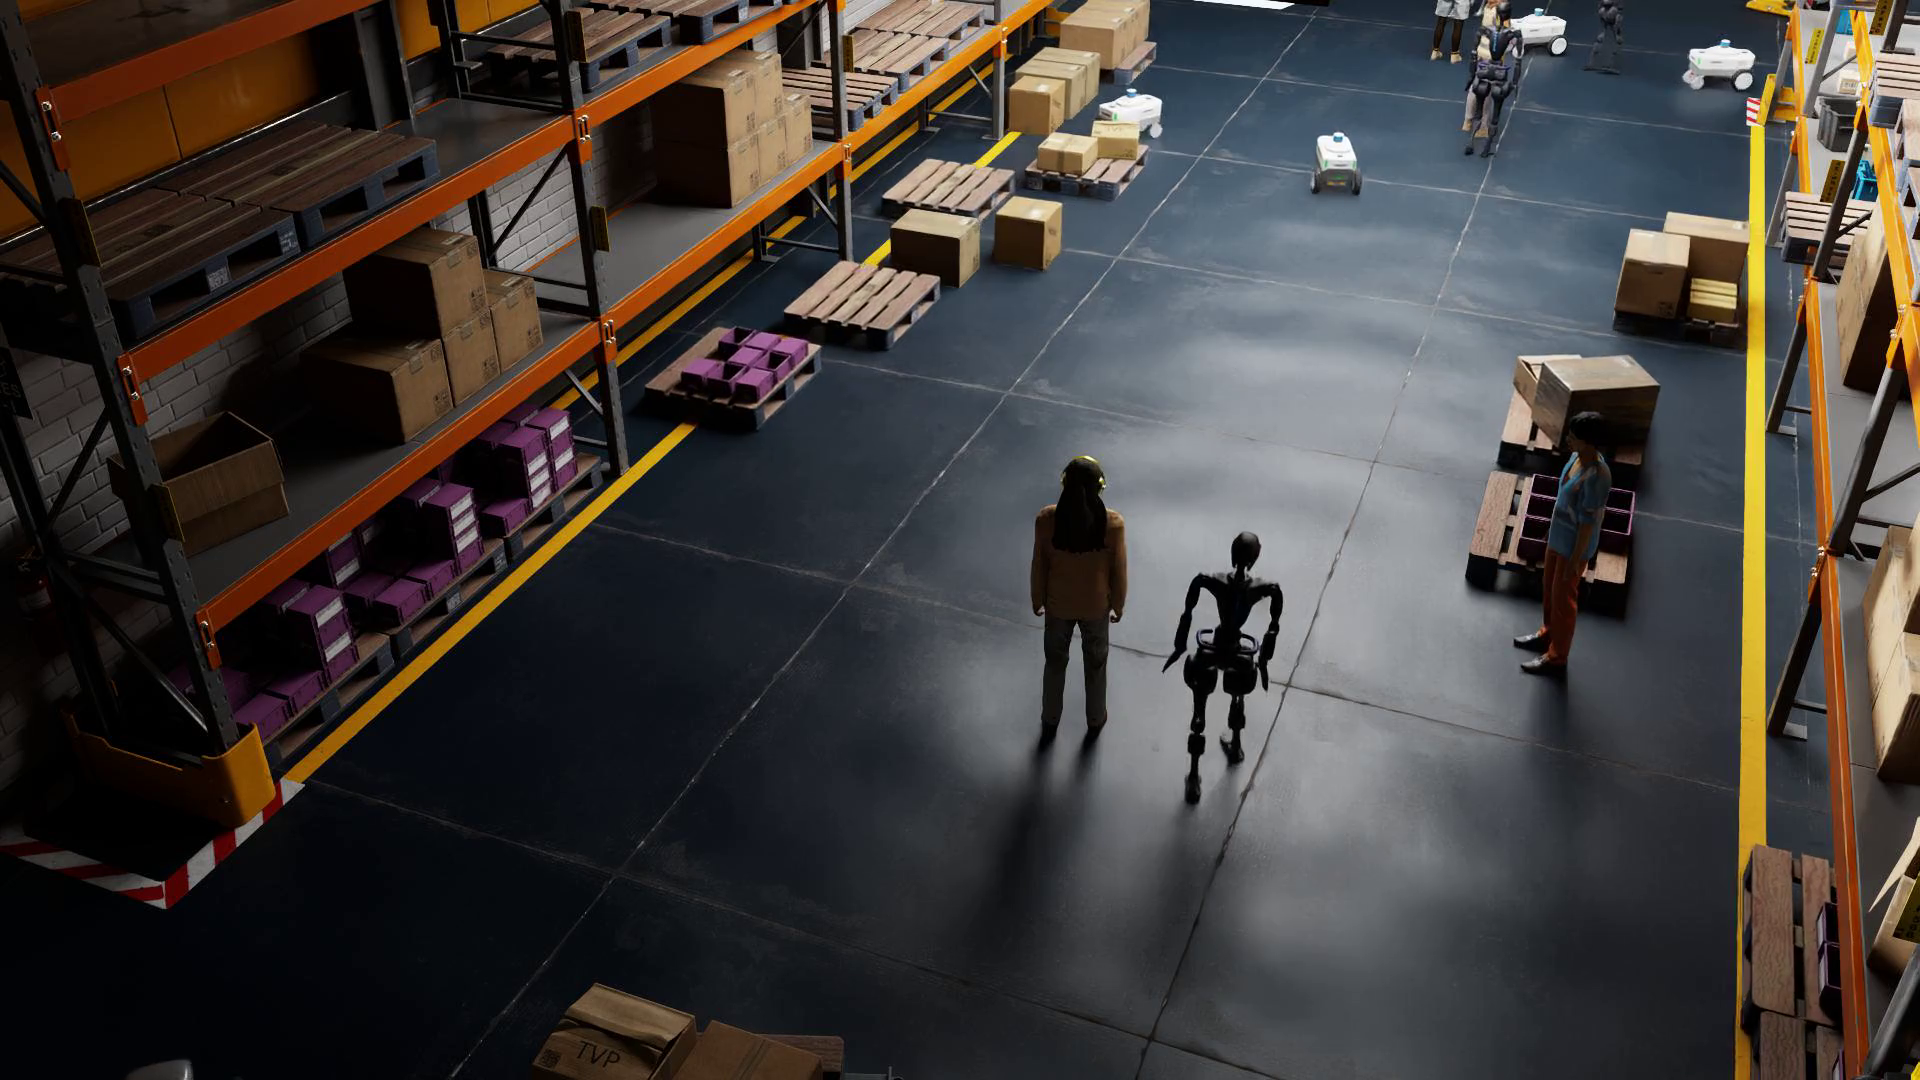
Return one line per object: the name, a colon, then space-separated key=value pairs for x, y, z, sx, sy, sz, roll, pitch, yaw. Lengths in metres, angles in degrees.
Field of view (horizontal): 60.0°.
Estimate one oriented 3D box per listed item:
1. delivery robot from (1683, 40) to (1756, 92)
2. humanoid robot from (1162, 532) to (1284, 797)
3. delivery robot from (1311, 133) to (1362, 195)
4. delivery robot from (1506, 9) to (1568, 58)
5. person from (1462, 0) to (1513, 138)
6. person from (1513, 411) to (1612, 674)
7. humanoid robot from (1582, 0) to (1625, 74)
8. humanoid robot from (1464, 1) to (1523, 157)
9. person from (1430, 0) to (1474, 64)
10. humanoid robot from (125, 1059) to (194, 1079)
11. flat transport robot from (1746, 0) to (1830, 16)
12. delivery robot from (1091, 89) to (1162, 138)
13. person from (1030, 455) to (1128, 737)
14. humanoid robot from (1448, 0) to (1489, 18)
delivery robot: x=9.287 y=-5.799 z=20.291 sx=0.773 sy=0.582 sz=0.499 roll=1 pitch=33 yaw=1
humanoid robot: x=1.452 y=0.646 z=9.319 sx=0.624 sy=1.639 sz=0.610 roll=4 pitch=33 yaw=6
delivery robot: x=3.945 y=-3.958 z=17.466 sx=0.499 sy=0.608 sz=0.799 roll=2 pitch=33 yaw=3
delivery robot: x=7.420 y=-6.546 z=21.447 sx=0.774 sy=0.581 sz=0.499 roll=-8 pitch=34 yaw=-12
person: x=5.944 y=-5.408 z=18.568 sx=0.323 sy=1.777 sz=0.473 roll=-6 pitch=33 yaw=-9
person: x=3.727 y=0.010 z=10.205 sx=0.333 sy=1.758 sz=0.502 roll=2 pitch=33 yaw=3
humanoid robot: x=8.082 y=-6.602 z=20.520 sx=0.448 sy=1.648 sz=0.608 roll=0 pitch=33 yaw=0
humanoid robot: x=5.767 y=-4.971 z=18.013 sx=0.588 sy=1.661 sz=0.384 roll=19 pitch=37 yaw=27
person: x=6.228 y=-6.849 z=20.877 sx=0.532 sy=1.693 sz=0.320 roll=25 pitch=40 yaw=33
humanoid robot: x=-2.981 y=2.445 z=6.521 sx=0.543 sy=1.764 sz=1.038 roll=-16 pitch=36 yaw=-23
flat transport robot: x=11.745 y=-7.660 z=23.446 sx=1.431 sy=0.231 sz=0.659 roll=-27 pitch=41 yaw=-35
delivery robot: x=1.904 y=-4.775 z=18.691 sx=0.746 sy=0.565 sz=0.499 roll=-20 pitch=38 yaw=-28
person: x=0.679 y=0.353 z=9.567 sx=0.563 sy=1.876 sz=0.408 roll=3 pitch=33 yaw=5
humanoid robot: x=7.009 y=-7.888 z=22.461 sx=1.005 sy=1.725 sz=0.531 roll=-20 pitch=38 yaw=-28
